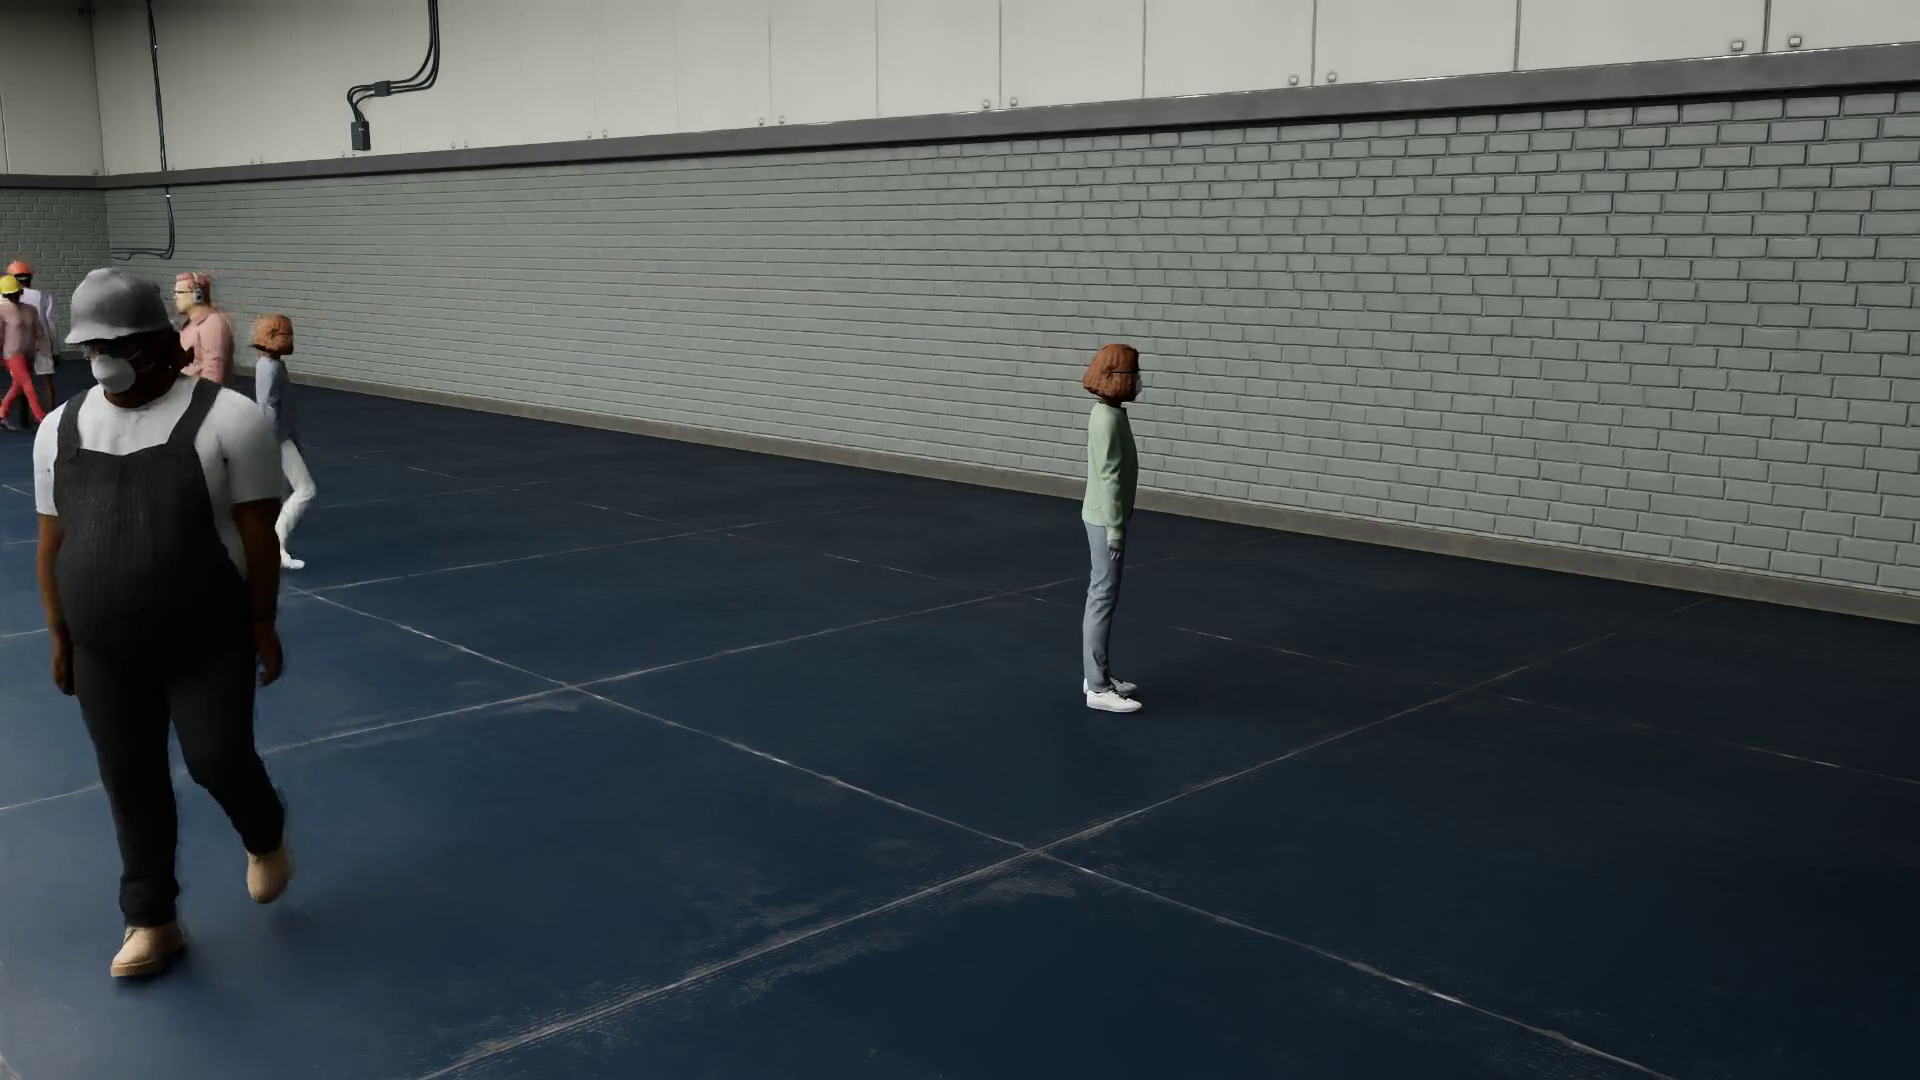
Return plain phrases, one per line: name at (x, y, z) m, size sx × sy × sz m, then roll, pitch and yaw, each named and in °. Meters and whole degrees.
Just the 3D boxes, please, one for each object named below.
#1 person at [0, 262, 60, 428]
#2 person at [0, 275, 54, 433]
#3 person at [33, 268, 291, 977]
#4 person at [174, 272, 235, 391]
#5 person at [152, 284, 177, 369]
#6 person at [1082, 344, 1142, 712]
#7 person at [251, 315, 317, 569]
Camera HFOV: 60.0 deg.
person at (-10.079, -2.088, 18.034) m, size 0.559 × 1.825 × 1.154 m, roll -8°, pitch 13°, yaw -36°
person at (-10.017, -1.966, 17.680) m, size 0.930 × 1.705 × 0.583 m, roll 3°, pitch 11°, yaw 18°
person at (-2.323, 0.241, 4.832) m, size 0.699 × 2.000 × 0.619 m, roll 0°, pitch 10°, yaw -1°
person at (-5.273, -0.934, 11.636) m, size 0.980 × 1.860 × 0.659 m, roll -9°, pitch 14°, yaw -41°
person at (-7.349, -1.492, 15.134) m, size 0.547 × 1.680 × 0.373 m, roll -1°, pitch 10°, yaw -5°
person at (0.687, -0.063, 7.480) m, size 0.279 × 1.633 × 0.500 m, roll 1°, pitch 10°, yaw 3°
person at (-4.277, -0.603, 10.476) m, size 0.387 × 1.619 × 0.508 m, roll -5°, pitch 11°, yaw -25°
